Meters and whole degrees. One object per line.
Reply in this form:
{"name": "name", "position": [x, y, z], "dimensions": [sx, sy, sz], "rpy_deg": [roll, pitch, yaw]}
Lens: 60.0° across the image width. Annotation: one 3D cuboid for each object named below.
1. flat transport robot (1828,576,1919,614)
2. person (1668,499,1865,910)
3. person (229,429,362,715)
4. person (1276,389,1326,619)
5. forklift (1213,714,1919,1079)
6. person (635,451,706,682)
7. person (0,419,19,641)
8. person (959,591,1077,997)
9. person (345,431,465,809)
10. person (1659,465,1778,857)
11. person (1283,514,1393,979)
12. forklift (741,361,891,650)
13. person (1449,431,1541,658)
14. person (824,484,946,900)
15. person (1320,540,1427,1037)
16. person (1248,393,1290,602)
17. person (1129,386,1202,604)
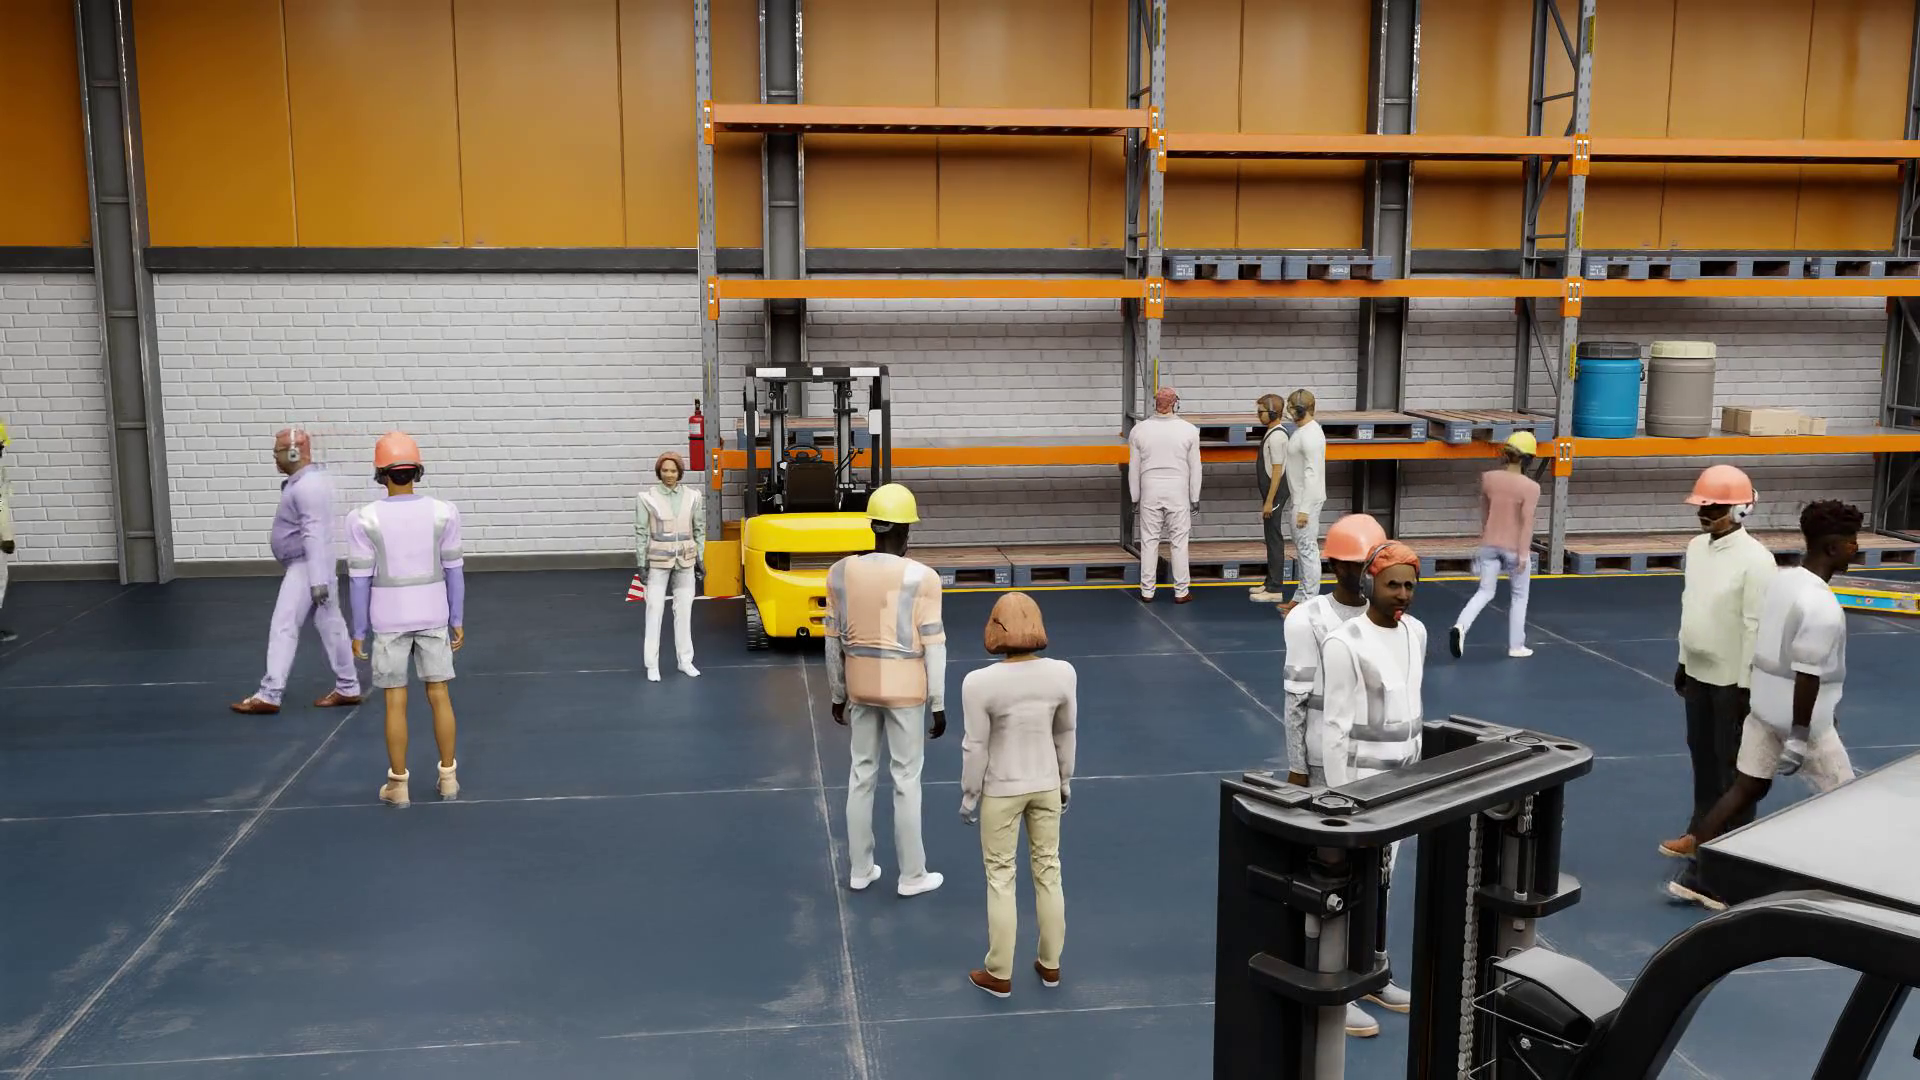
{"name": "flat transport robot", "position": [7.802, 0.470, 14.294], "dimensions": [1.431, 0.197, 0.652], "rpy_deg": [5, 11, 31]}
{"name": "person", "position": [3.699, 0.756, 7.406], "dimensions": [0.974, 1.916, 0.588], "rpy_deg": [0, 9, 1]}
{"name": "person", "position": [-4.417, 0.211, 10.921], "dimensions": [0.908, 1.865, 0.665], "rpy_deg": [-3, 9, -15]}
{"name": "person", "position": [2.869, -0.296, 13.904], "dimensions": [0.371, 1.935, 0.627], "rpy_deg": [1, 9, 7]}
{"name": "forklift", "position": [1.441, 1.425, 2.350], "dimensions": [1.214, 2.155, 2.313], "rpy_deg": [-7, 12, -39]}
{"name": "person", "position": [-2.056, 0.183, 11.837], "dimensions": [0.517, 1.636, 0.314], "rpy_deg": [-5, 10, -30]}
{"name": "person", "position": [-7.736, -0.091, 13.126], "dimensions": [0.730, 1.789, 0.407], "rpy_deg": [5, 11, 30]}
{"name": "person", "position": [0.233, 1.013, 6.662], "dimensions": [0.499, 1.635, 0.287], "rpy_deg": [-4, 10, -23]}
{"name": "person", "position": [-2.993, 0.431, 9.012], "dimensions": [0.605, 2.048, 0.369], "rpy_deg": [-5, 10, -29]}
{"name": "person", "position": [3.637, 0.624, 8.020], "dimensions": [0.405, 1.986, 0.620], "rpy_deg": [-2, 9, -10]}
{"name": "person", "position": [1.563, 0.854, 6.714], "dimensions": [0.546, 1.937, 0.363], "rpy_deg": [-4, 10, -23]}
{"name": "forklift", "position": [-1.154, -0.340, 13.365], "dimensions": [1.214, 2.155, 2.313], "rpy_deg": [-1, 9, -7]}
{"name": "person", "position": [4.005, 0.054, 12.329], "dimensions": [0.741, 1.732, 0.520], "rpy_deg": [-7, 12, -39]}
{"name": "person", "position": [-0.331, 0.697, 7.727], "dimensions": [0.594, 1.924, 0.382], "rpy_deg": [4, 10, 23]}
{"name": "person", "position": [1.593, 0.932, 6.399], "dimensions": [0.575, 1.882, 0.359], "rpy_deg": [-8, 12, -42]}
{"name": "person", "position": [2.737, -0.372, 14.657], "dimensions": [0.345, 1.844, 0.507], "rpy_deg": [2, 9, 11]}
{"name": "person", "position": [1.798, -0.388, 14.561], "dimensions": [0.638, 1.910, 0.407], "rpy_deg": [2, 9, 14]}
